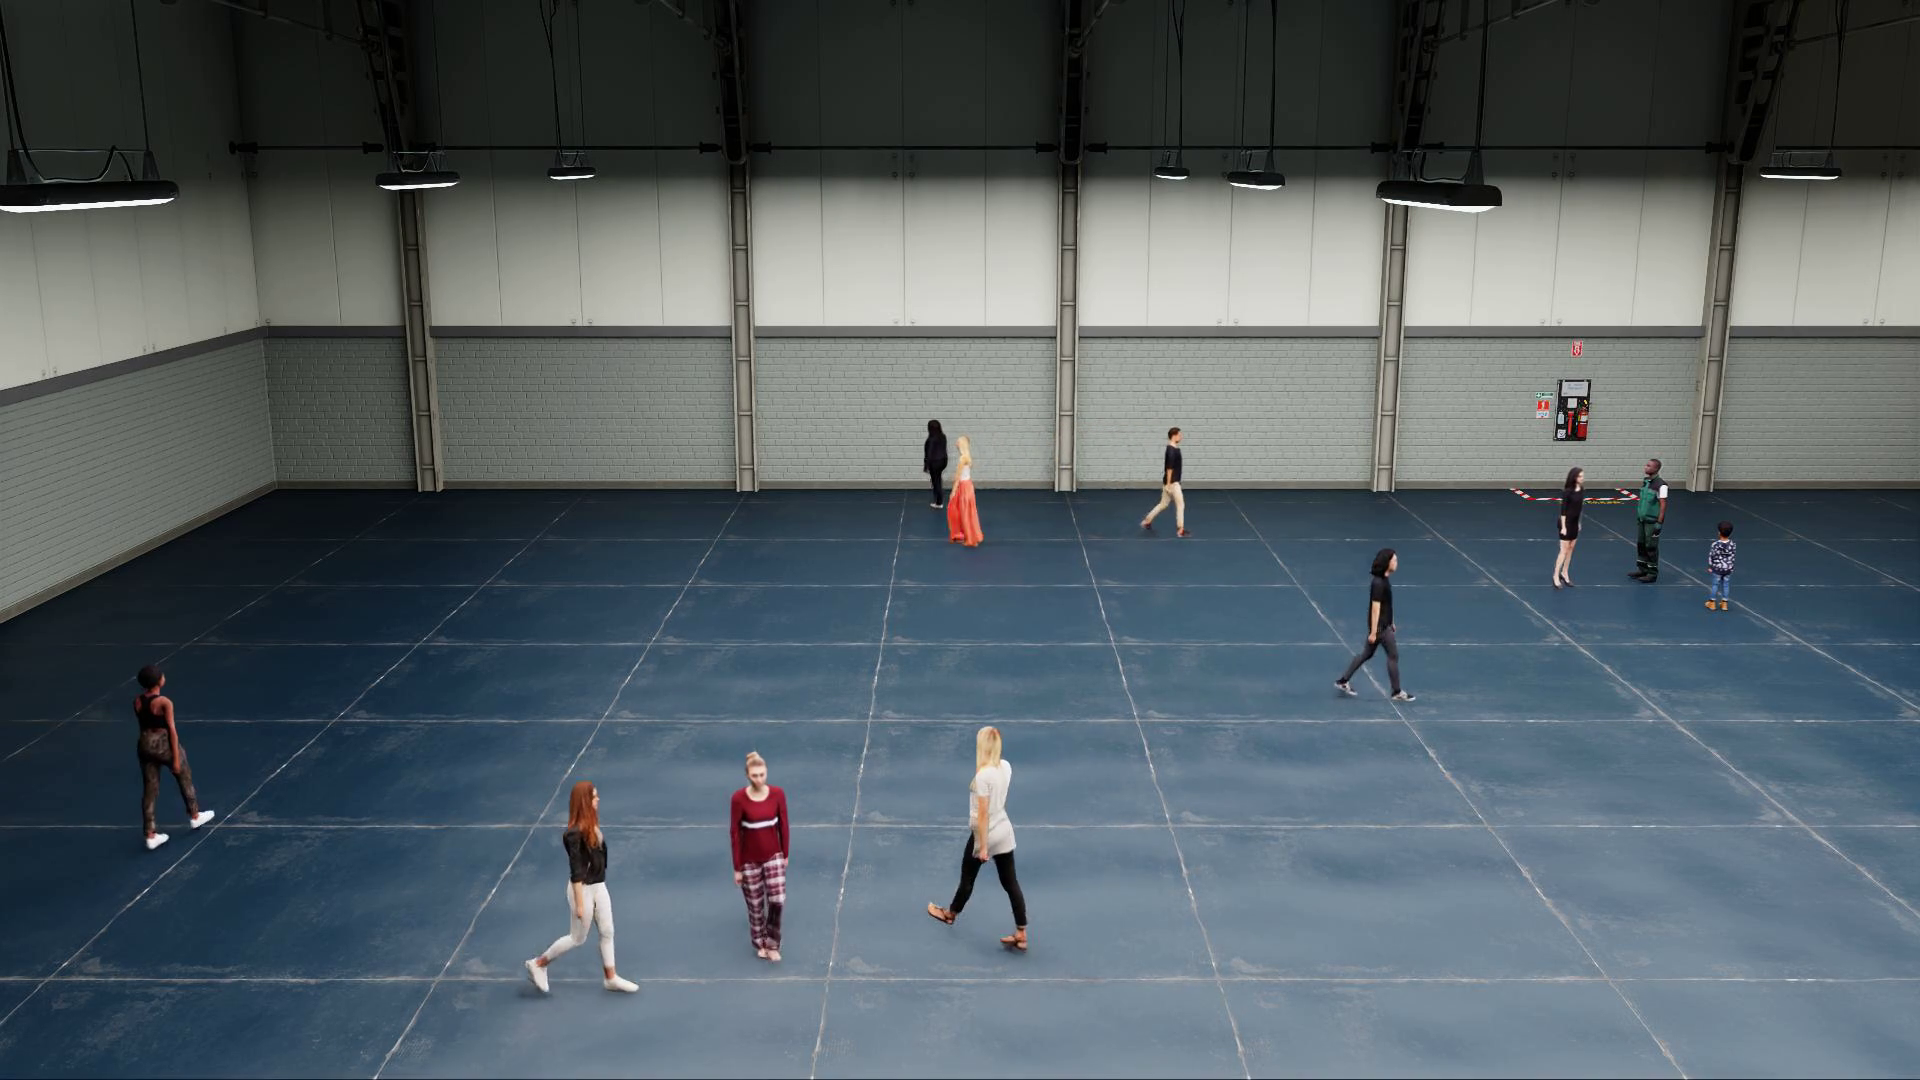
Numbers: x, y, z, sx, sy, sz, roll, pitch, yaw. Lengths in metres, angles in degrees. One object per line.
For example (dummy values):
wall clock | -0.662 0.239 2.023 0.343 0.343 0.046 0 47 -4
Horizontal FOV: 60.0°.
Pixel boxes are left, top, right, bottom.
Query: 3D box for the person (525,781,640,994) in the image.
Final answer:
person | -2.860 2.608 12.370 1.074 1.679 0.678 2 13 7

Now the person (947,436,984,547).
person | 0.177 -0.760 26.686 0.845 1.782 0.675 1 13 3

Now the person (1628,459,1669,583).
person | 10.198 -0.295 24.555 0.648 1.838 0.728 -2 13 -10

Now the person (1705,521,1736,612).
person | 10.569 0.349 23.071 0.455 1.252 0.571 2 13 7

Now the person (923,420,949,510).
person | -0.346 -1.337 29.575 0.818 1.603 0.798 7 15 29

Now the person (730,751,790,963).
person | -1.575 2.462 12.990 0.707 1.683 0.785 -4 14 -17

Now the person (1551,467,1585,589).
person | 8.850 -0.189 24.198 0.677 1.792 0.763 -9 16 -34

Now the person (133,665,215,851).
person | -7.324 1.987 15.074 0.969 1.668 0.804 3 13 12

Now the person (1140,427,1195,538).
person | 3.382 -0.936 27.357 1.117 1.822 0.669 1 13 3

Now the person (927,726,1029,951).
person | 0.334 2.386 13.101 1.234 1.781 1.080 9 16 35

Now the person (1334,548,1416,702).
person | 4.741 0.974 19.167 1.200 1.795 0.809 3 13 13
